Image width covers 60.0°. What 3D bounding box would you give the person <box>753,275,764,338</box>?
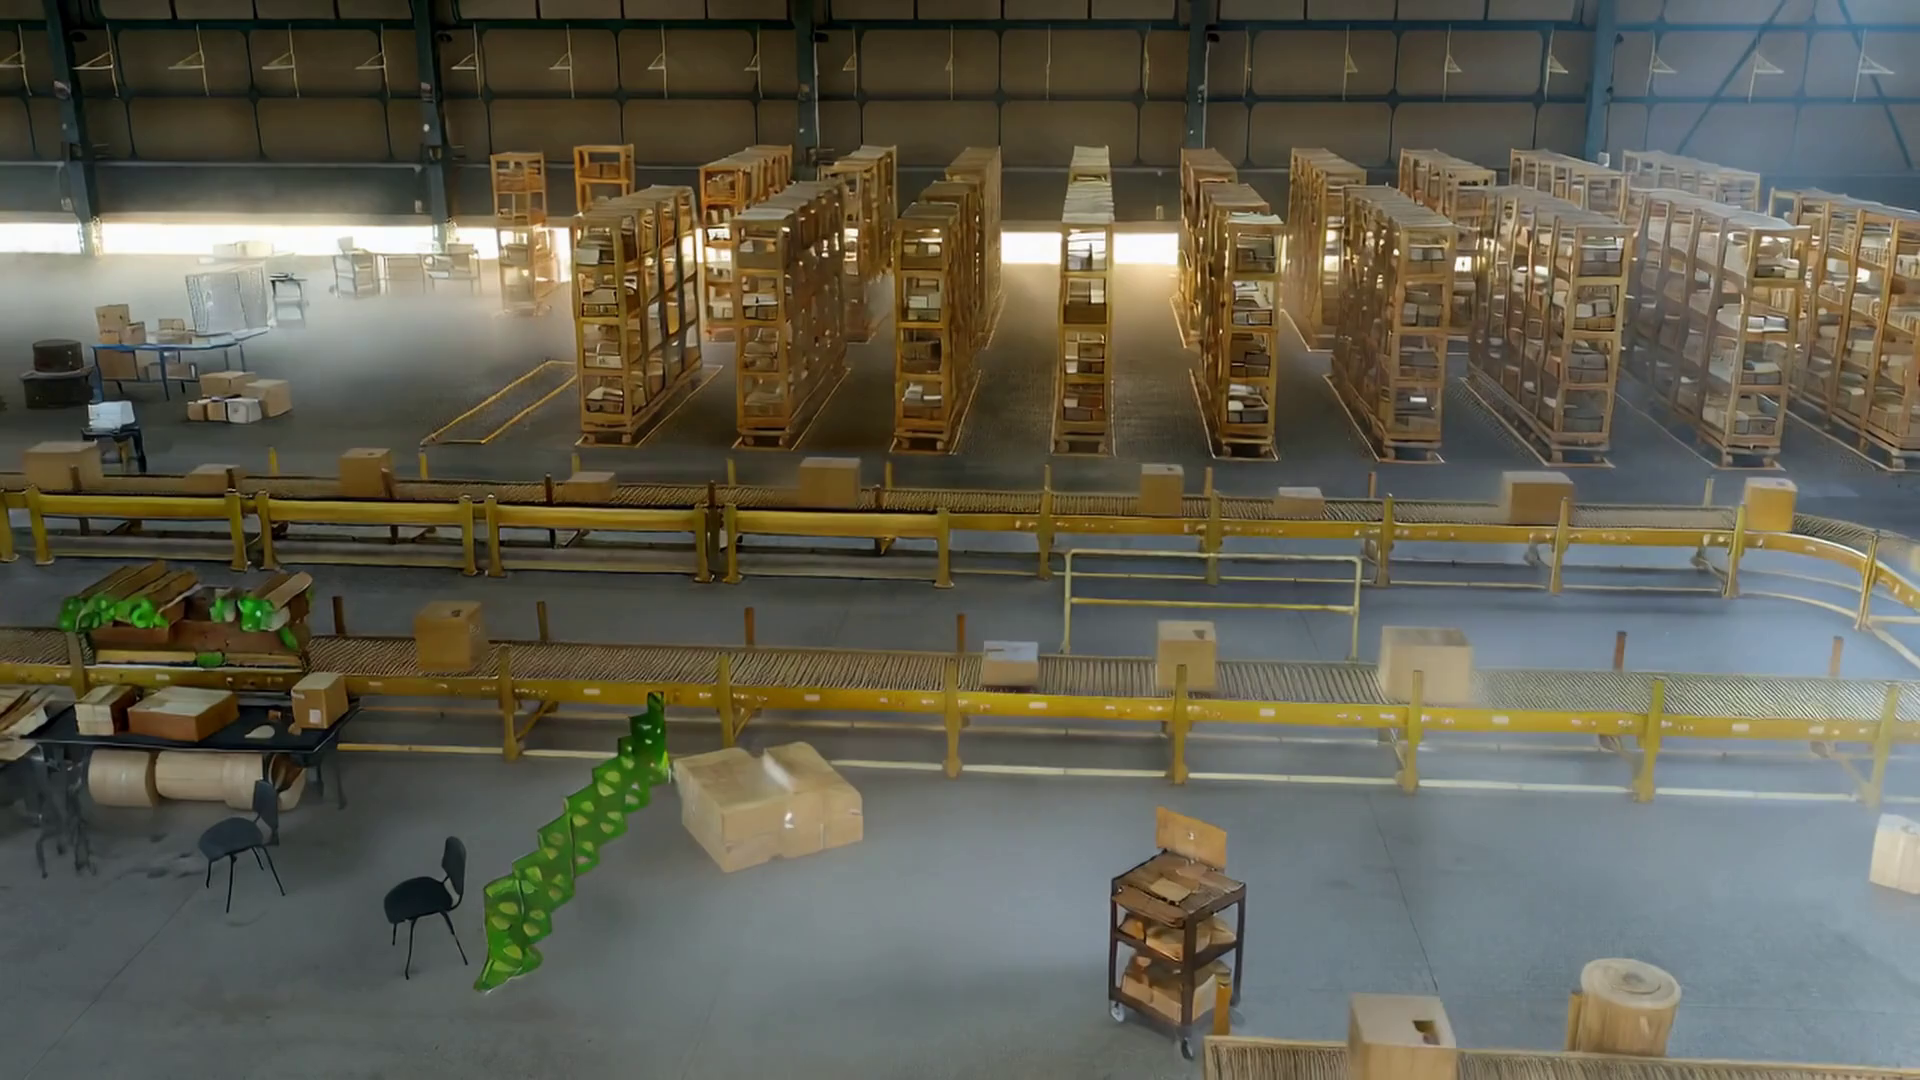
[{"bbox_3d":[-3.926,-4.402,32.337,0.393,1.949,0.602,12,21,34],"label":"person"}]
